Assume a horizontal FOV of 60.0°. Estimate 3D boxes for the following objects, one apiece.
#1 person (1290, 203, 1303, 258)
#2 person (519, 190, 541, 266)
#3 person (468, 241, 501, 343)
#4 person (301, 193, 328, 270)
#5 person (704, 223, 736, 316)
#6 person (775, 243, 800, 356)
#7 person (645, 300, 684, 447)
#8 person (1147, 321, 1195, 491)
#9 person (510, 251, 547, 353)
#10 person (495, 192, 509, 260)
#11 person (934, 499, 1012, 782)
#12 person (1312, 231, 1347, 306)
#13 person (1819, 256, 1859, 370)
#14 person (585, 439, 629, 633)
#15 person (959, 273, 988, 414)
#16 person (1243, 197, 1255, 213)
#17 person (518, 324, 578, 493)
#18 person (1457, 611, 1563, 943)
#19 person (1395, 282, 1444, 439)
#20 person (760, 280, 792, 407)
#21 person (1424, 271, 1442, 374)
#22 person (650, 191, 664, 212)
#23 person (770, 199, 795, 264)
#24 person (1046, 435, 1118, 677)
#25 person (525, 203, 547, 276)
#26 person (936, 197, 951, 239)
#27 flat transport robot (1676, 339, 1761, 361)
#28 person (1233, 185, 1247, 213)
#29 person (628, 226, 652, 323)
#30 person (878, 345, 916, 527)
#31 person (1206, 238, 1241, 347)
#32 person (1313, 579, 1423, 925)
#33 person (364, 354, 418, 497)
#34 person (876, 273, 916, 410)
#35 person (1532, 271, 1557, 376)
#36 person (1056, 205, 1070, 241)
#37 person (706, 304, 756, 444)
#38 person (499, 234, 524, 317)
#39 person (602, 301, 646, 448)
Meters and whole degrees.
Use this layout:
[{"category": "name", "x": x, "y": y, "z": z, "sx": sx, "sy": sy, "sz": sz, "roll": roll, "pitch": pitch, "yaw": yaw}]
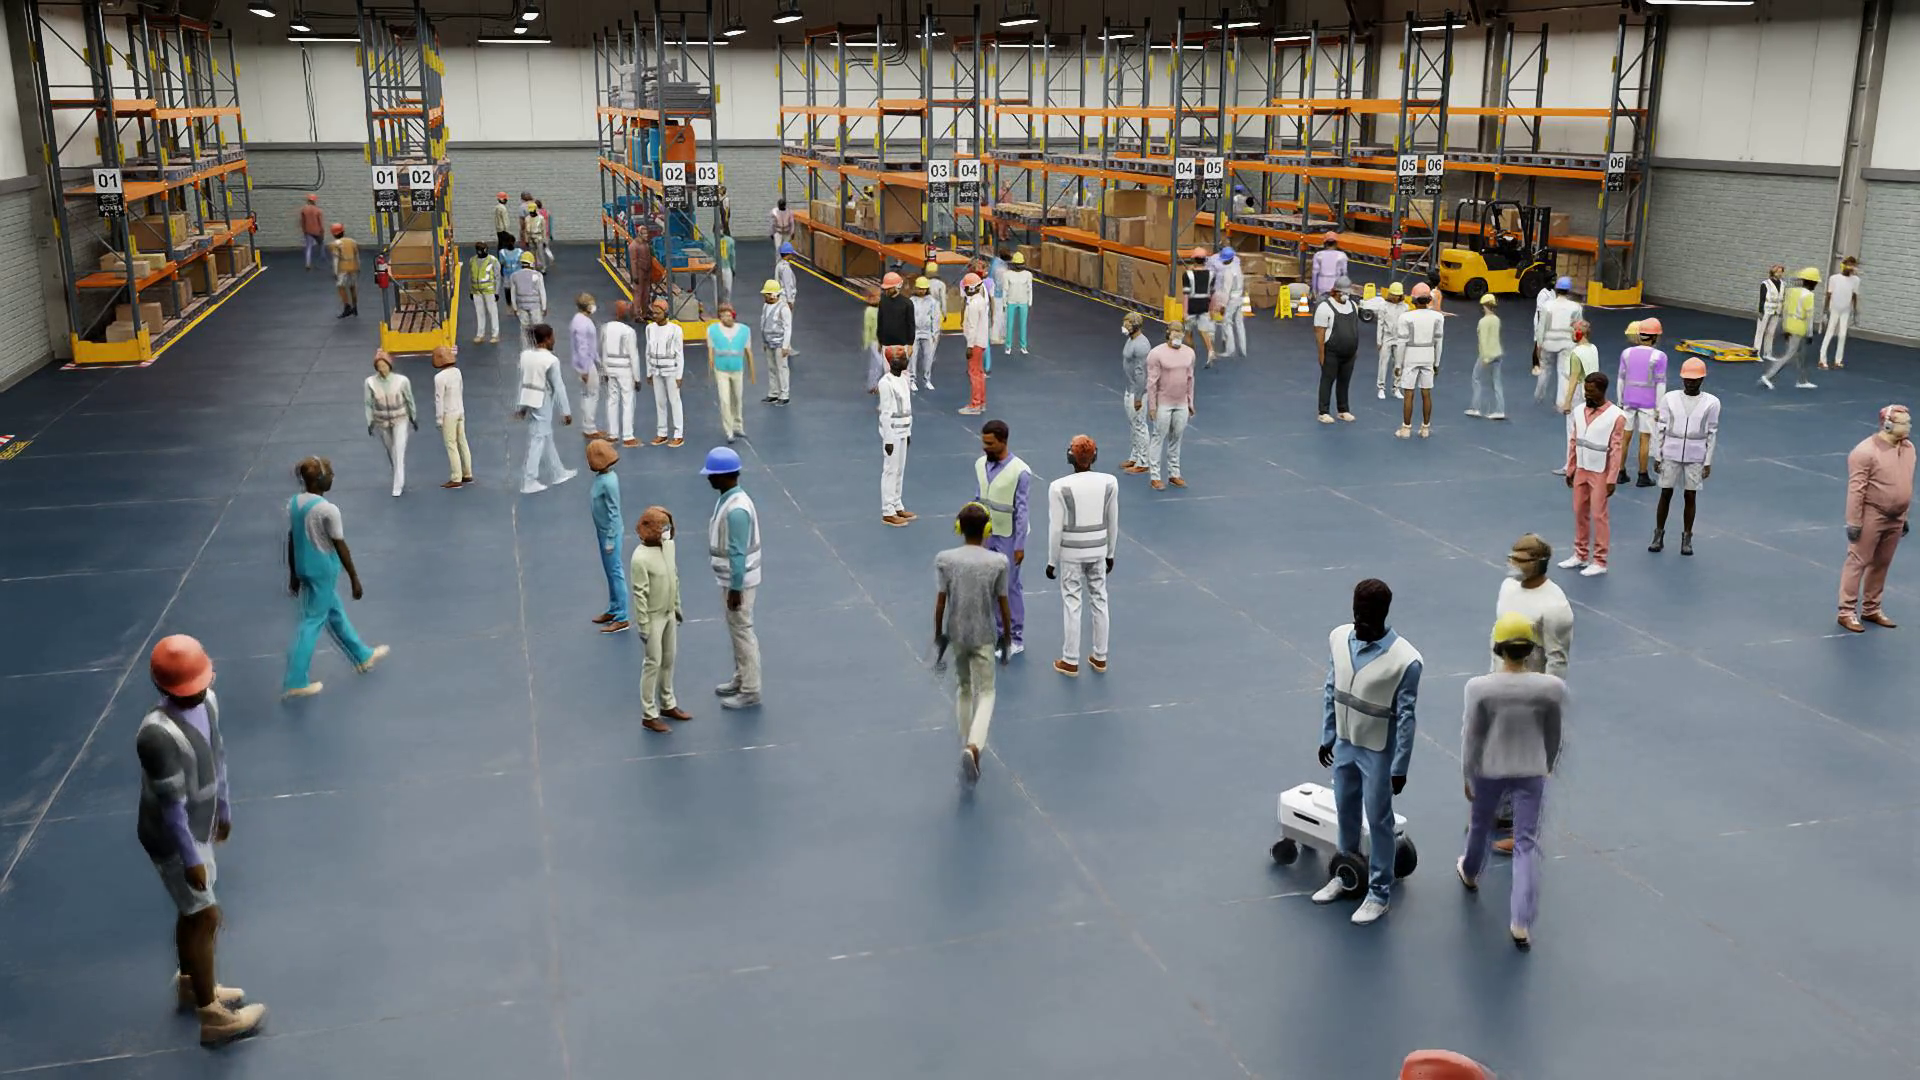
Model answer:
[{"category": "person", "x": 8.785, "y": -7.859, "z": 43.057, "sx": 0.349, "sy": 1.761, "sz": 0.528, "roll": -10, "pitch": 18, "yaw": -32}, {"category": "person", "x": -11.395, "y": -8.278, "z": 44.086, "sx": 0.626, "sy": 2.000, "sz": 0.807, "roll": 10, "pitch": 18, "yaw": 33}, {"category": "person", "x": -8.668, "y": -4.515, "z": 30.309, "sx": 0.627, "sy": 1.844, "sz": 0.429, "roll": 4, "pitch": 15, "yaw": 13}, {"category": "person", "x": -16.865, "y": -8.035, "z": 43.331, "sx": 0.606, "sy": 1.963, "sz": 0.944, "roll": 0, "pitch": 15, "yaw": 0}, {"category": "person", "x": -4.872, "y": -5.509, "z": 33.901, "sx": 0.635, "sy": 1.925, "sz": 0.460, "roll": -4, "pitch": 15, "yaw": -15}, {"category": "person", "x": -3.001, "y": -4.164, "z": 28.785, "sx": 0.398, "sy": 1.945, "sz": 0.616, "roll": -5, "pitch": 16, "yaw": -17}, {"category": "person", "x": -3.771, "y": -2.129, "z": 21.257, "sx": 0.574, "sy": 1.880, "sz": 0.356, "roll": 8, "pitch": 17, "yaw": 27}, {"category": "person", "x": 2.403, "y": -1.534, "z": 18.916, "sx": 0.627, "sy": 1.934, "sz": 0.370, "roll": -7, "pitch": 17, "yaw": -25}, {"category": "person", "x": -7.335, "y": -3.993, "z": 28.361, "sx": 0.601, "sy": 1.830, "sz": 0.403, "roll": 1, "pitch": 15, "yaw": 4}, {"category": "person", "x": -11.925, "y": -8.083, "z": 43.439, "sx": 0.395, "sy": 1.994, "sz": 0.612, "roll": -11, "pitch": 18, "yaw": -35}, {"category": "person", "x": 0.071, "y": 0.666, "z": 10.816, "sx": 0.512, "sy": 1.851, "sz": 0.705, "roll": 3, "pitch": 15, "yaw": 9}, {"category": "person", "x": 6.757, "y": -4.629, "z": 30.437, "sx": 0.621, "sy": 2.003, "sz": 0.939, "roll": 4, "pitch": 16, "yaw": 16}, {"category": "person", "x": 14.454, "y": -3.729, "z": 27.300, "sx": 0.556, "sy": 1.870, "sz": 0.328, "roll": 0, "pitch": 15, "yaw": 0}, {"category": "person", "x": -2.947, "y": -0.042, "z": 13.873, "sx": 0.278, "sy": 1.633, "sz": 0.498, "roll": -6, "pitch": 16, "yaw": -21}, {"category": "person", "x": 0.199, "y": -2.770, "z": 23.488, "sx": 0.411, "sy": 1.980, "sz": 0.624, "roll": 3, "pitch": 15, "yaw": 11}, {"category": "person", "x": 8.052, "y": -8.704, "z": 46.345, "sx": 0.318, "sy": 1.700, "sz": 0.535, "roll": -6, "pitch": 16, "yaw": -21}, {"category": "person", "x": -4.684, "y": -1.513, "z": 18.915, "sx": 0.634, "sy": 1.885, "sz": 0.915, "roll": 12, "pitch": 19, "yaw": 38}, {"category": "person", "x": 2.954, "y": 1.228, "z": 8.945, "sx": 0.538, "sy": 1.718, "sz": 0.925, "roll": 3, "pitch": 15, "yaw": 9}, {"category": "person", "x": 5.966, "y": -2.329, "z": 21.689, "sx": 0.607, "sy": 2.048, "sz": 0.365, "roll": -1, "pitch": 15, "yaw": -5}, {"category": "person", "x": -2.671, "y": -2.848, "z": 24.059, "sx": 0.404, "sy": 1.829, "sz": 0.591, "roll": -12, "pitch": 19, "yaw": -38}, {"category": "person", "x": 7.460, "y": -3.411, "z": 26.441, "sx": 0.317, "sy": 1.694, "sz": 0.570, "roll": 9, "pitch": 17, "yaw": 31}, {"category": "person", "x": -8.317, "y": -8.750, "z": 46.109, "sx": 0.592, "sy": 1.918, "sz": 0.396, "roll": 12, "pitch": 19, "yaw": 38}, {"category": "person", "x": -4.640, "y": -8.025, "z": 43.602, "sx": 0.634, "sy": 1.797, "sz": 0.871, "roll": -4, "pitch": 15, "yaw": -13}, {"category": "person", "x": 0.937, "y": 0.121, "z": 12.783, "sx": 0.572, "sy": 1.883, "sz": 0.358, "roll": -5, "pitch": 16, "yaw": -18}, {"category": "person", "x": -10.618, "y": -7.510, "z": 41.620, "sx": 0.598, "sy": 1.824, "sz": 0.403, "roll": 5, "pitch": 16, "yaw": 19}, {"category": "person", "x": -0.517, "y": -10.365, "z": 52.743, "sx": 0.503, "sy": 1.628, "sz": 0.279, "roll": 8, "pitch": 17, "yaw": 27}, {"category": "flat transport robot", "x": 13.072, "y": -3.286, "z": 28.693, "sx": 0.652, "sy": 0.197, "sz": 1.431, "roll": -3, "pitch": 15, "yaw": -11}, {"category": "person", "x": 8.033, "y": -9.354, "z": 48.360, "sx": 0.645, "sy": 1.918, "sz": 0.620, "roll": -6, "pitch": 16, "yaw": -23}, {"category": "person", "x": -6.317, "y": -5.289, "z": 33.120, "sx": 0.399, "sy": 1.900, "sz": 0.648, "roll": 5, "pitch": 16, "yaw": 18}, {"category": "person", "x": -0.662, "y": -1.095, "z": 17.355, "sx": 0.346, "sy": 1.883, "sz": 0.584, "roll": 4, "pitch": 16, "yaw": 16}, {"category": "person", "x": 4.718, "y": -4.444, "z": 29.875, "sx": 0.629, "sy": 1.936, "sz": 0.362, "roll": -2, "pitch": 15, "yaw": -7}, {"category": "person", "x": 2.205, "y": 1.117, "z": 8.989, "sx": 0.397, "sy": 1.911, "sz": 0.587, "roll": -10, "pitch": 18, "yaw": -34}, {"category": "person", "x": -6.441, "y": -1.346, "z": 18.871, "sx": 0.537, "sy": 1.592, "sz": 0.876, "roll": -2, "pitch": 15, "yaw": -7}, {"category": "person", "x": -0.927, "y": -2.793, "z": 23.558, "sx": 0.614, "sy": 1.982, "sz": 0.406, "roll": 9, "pitch": 17, "yaw": 30}, {"category": "person", "x": 9.367, "y": -3.463, "z": 26.646, "sx": 0.320, "sy": 1.690, "sz": 0.535, "roll": 11, "pitch": 19, "yaw": 36}, {"category": "person", "x": 2.779, "y": -8.167, "z": 44.502, "sx": 0.515, "sy": 1.613, "sz": 0.709, "roll": -4, "pitch": 15, "yaw": -14}, {"category": "person", "x": -2.965, "y": -2.160, "z": 21.541, "sx": 0.658, "sy": 1.784, "sz": 0.893, "roll": -4, "pitch": 15, "yaw": -15}, {"category": "person", "x": -9.100, "y": -5.373, "z": 33.834, "sx": 0.540, "sy": 1.680, "sz": 0.437, "roll": -3, "pitch": 15, "yaw": -10}, {"category": "person", "x": -4.338, "y": -2.118, "z": 21.257, "sx": 0.667, "sy": 1.866, "sz": 0.344, "roll": 11, "pitch": 18, "yaw": 35}]
